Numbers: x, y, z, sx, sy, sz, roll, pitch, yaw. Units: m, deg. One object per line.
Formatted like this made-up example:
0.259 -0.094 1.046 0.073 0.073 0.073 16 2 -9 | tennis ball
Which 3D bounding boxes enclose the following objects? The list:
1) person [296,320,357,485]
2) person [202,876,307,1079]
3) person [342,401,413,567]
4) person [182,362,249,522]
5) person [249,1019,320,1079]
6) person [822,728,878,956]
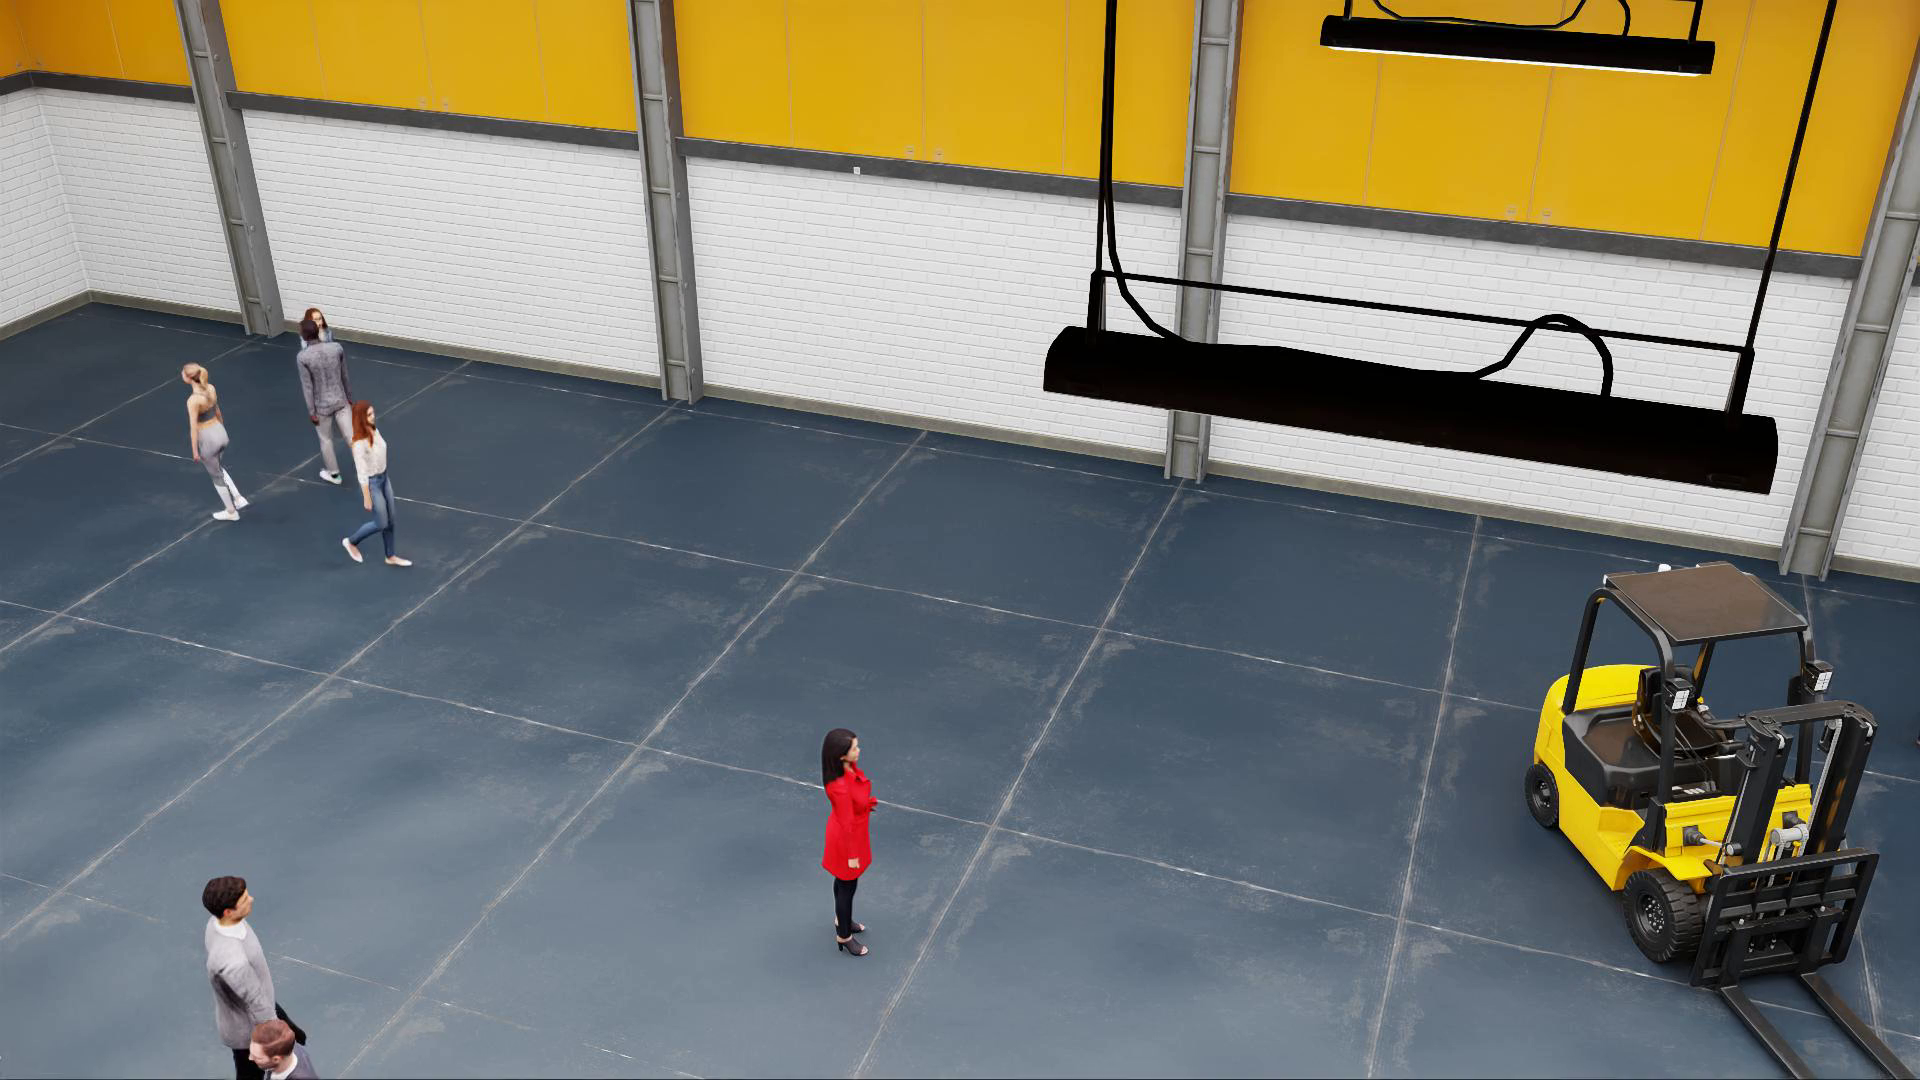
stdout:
-6.385 -1.356 16.999 0.943 1.813 1.038 -21 35 -34 | person
-4.119 2.732 9.410 1.069 1.903 1.007 -10 30 -18 | person
-5.550 -0.505 15.546 0.877 1.711 0.685 4 29 7 | person
-7.279 -0.951 16.382 0.653 1.693 0.618 6 29 10 | person
-3.342 3.177 8.554 0.807 1.943 0.695 -21 35 -33 | person
-0.746 1.972 10.967 0.740 1.748 0.719 -3 29 -5 | person
